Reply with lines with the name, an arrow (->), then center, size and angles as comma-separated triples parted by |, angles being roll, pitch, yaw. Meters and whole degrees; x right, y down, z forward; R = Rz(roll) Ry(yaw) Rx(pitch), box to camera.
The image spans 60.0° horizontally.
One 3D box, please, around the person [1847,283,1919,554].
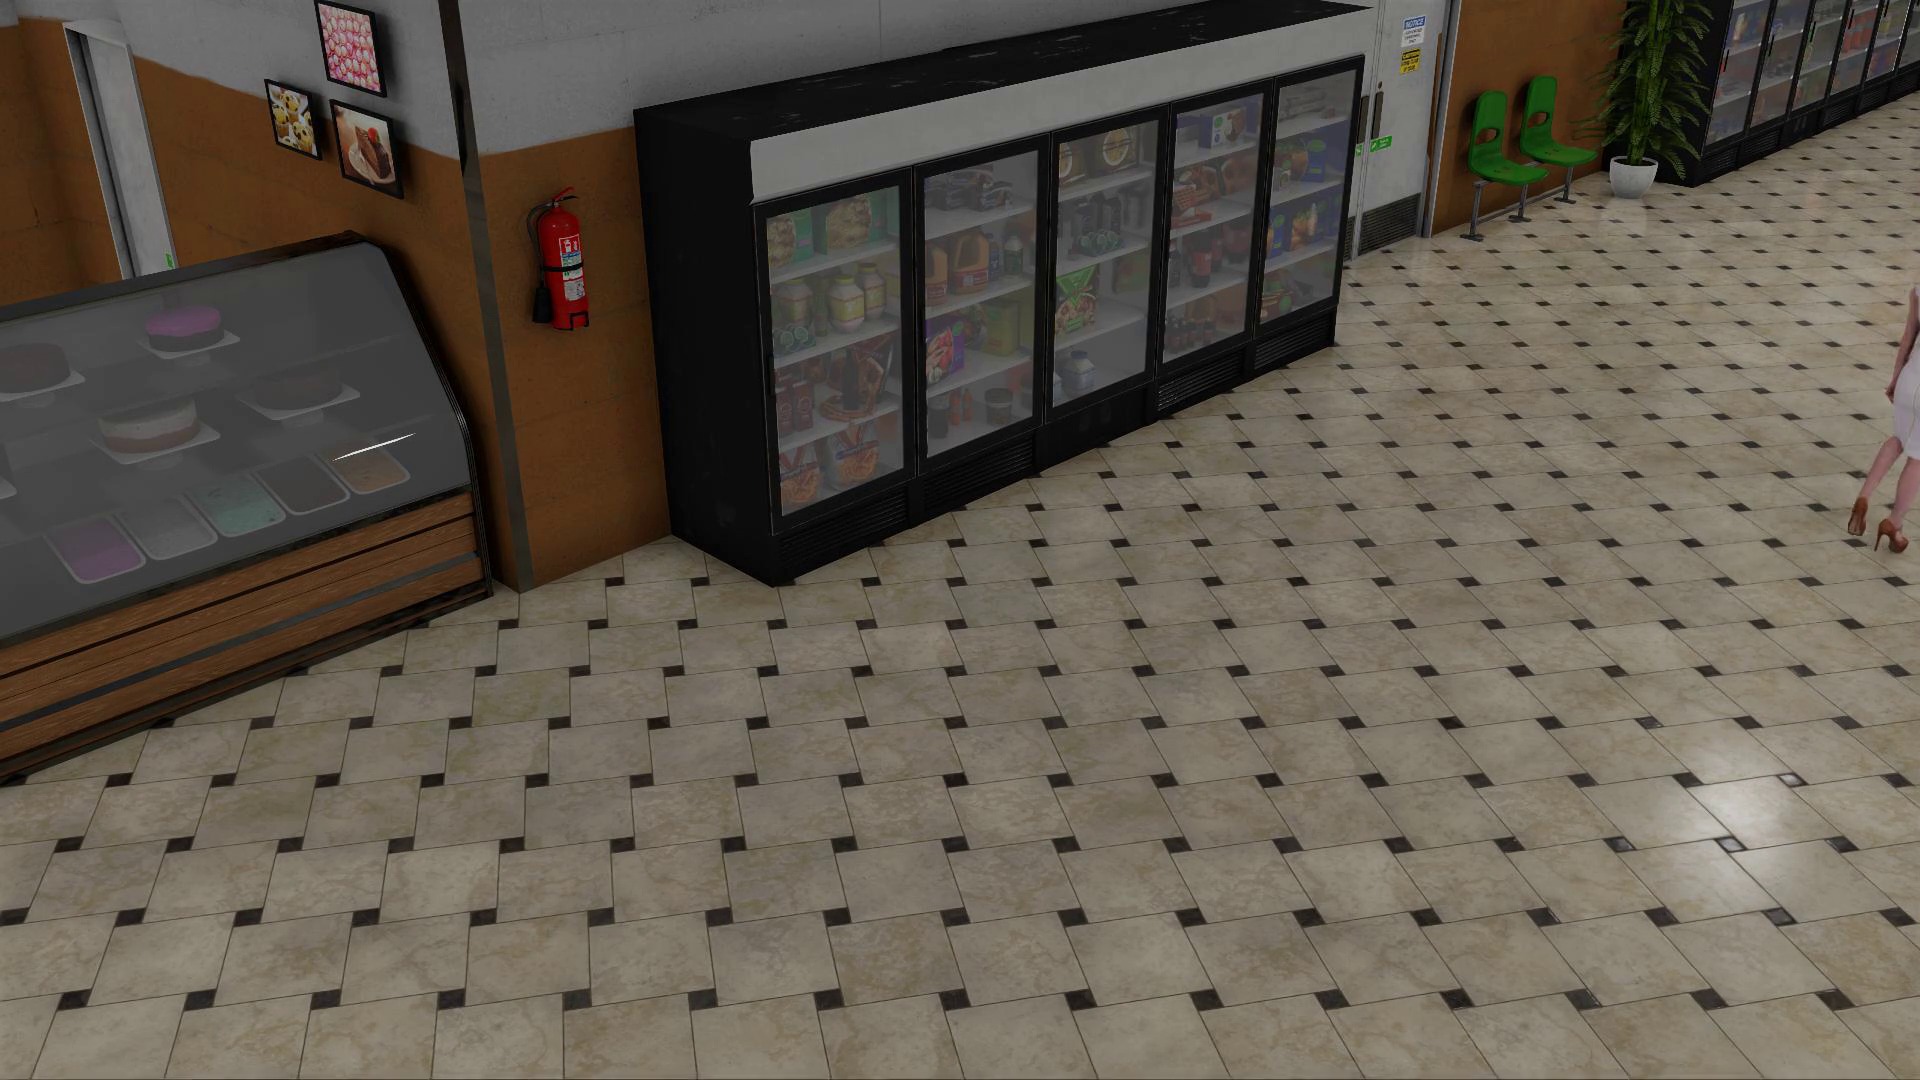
person -> 4.869, -0.721, 8.474 | 0.775, 1.787, 0.717 | -10, 29, -19
